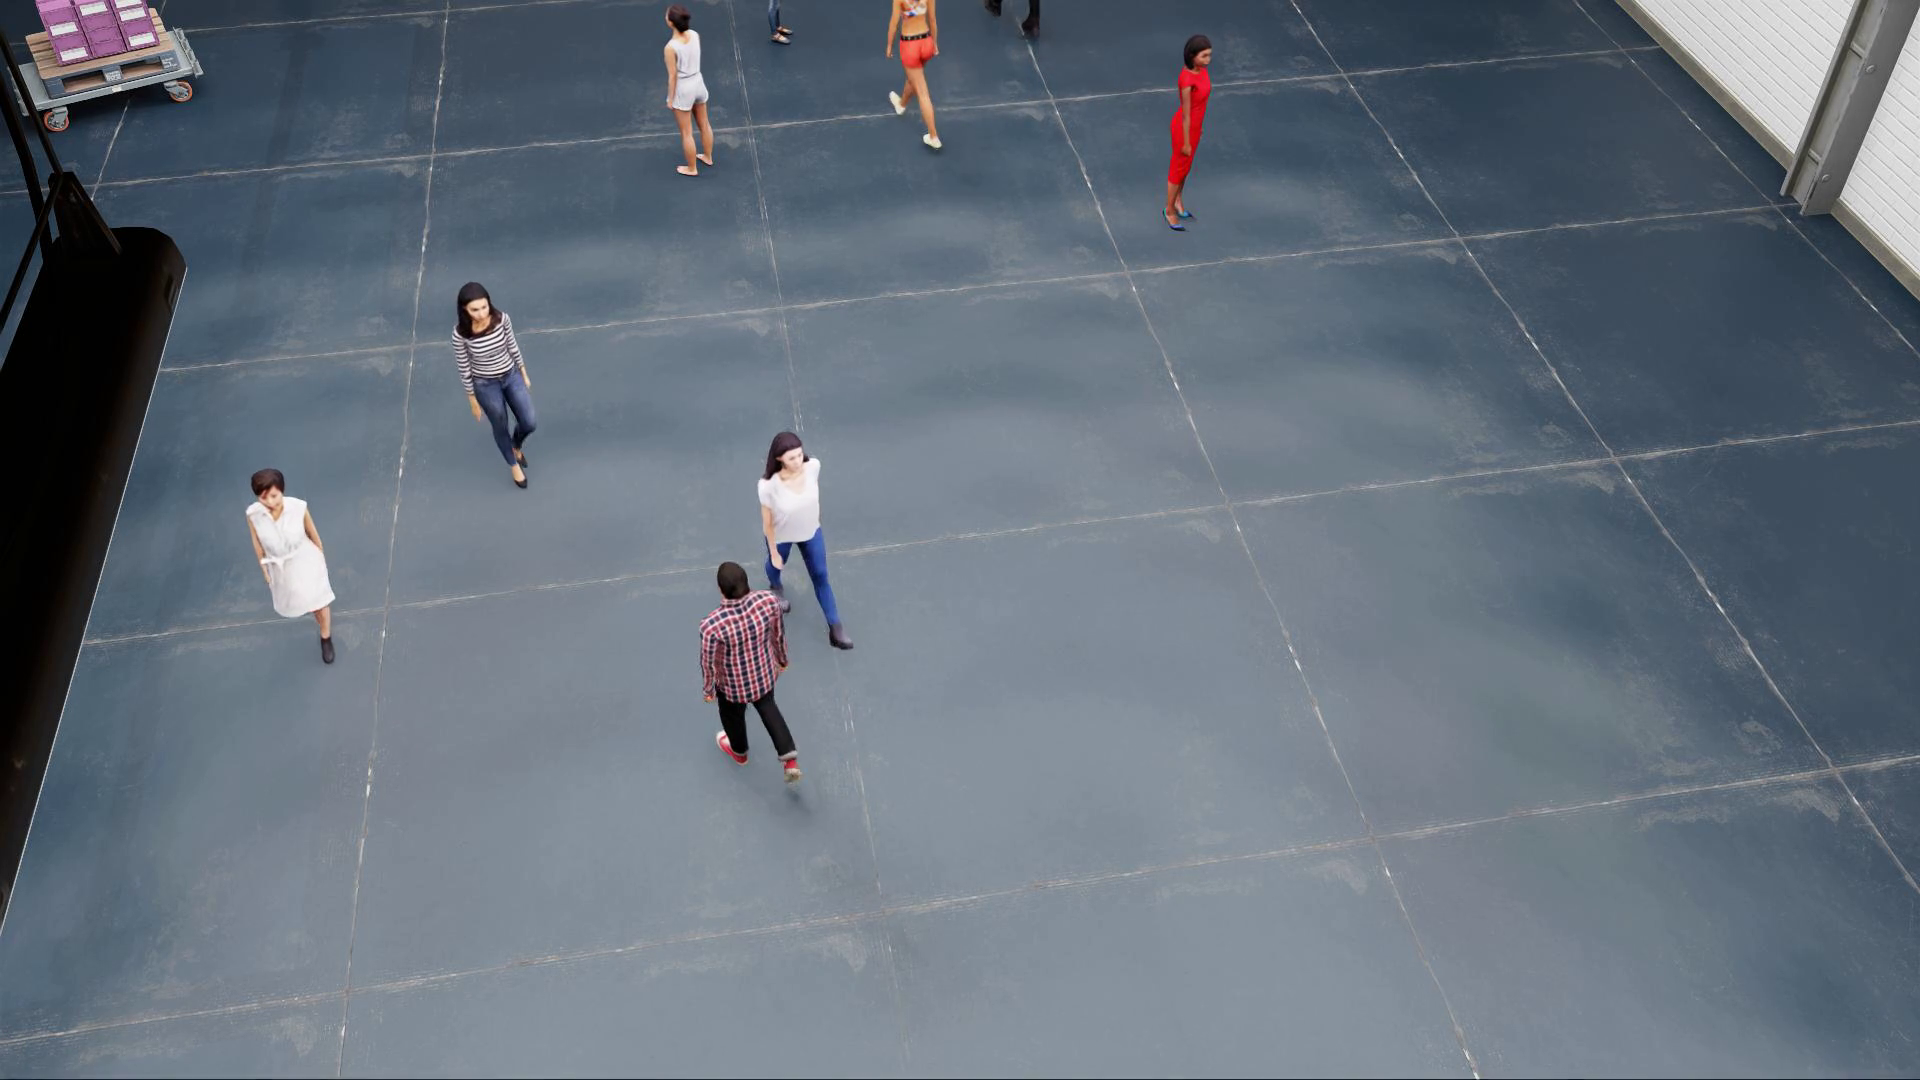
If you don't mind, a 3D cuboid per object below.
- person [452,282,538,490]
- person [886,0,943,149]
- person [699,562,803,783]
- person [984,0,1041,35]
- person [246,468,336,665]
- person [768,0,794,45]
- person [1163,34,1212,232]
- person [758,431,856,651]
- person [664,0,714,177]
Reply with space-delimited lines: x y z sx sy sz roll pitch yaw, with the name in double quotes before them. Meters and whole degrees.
"person" -3.282 -1.106 11.688 0.738 1.777 0.764 -27 50 -25
"person" -0.362 -4.423 15.194 0.880 1.743 1.255 -22 48 -22
"person" -1.226 0.807 9.705 0.954 1.743 1.092 -27 50 -25
"person" 0.626 -5.955 16.809 0.916 1.735 1.201 -23 48 -22
"person" -4.245 0.106 10.586 0.590 1.542 0.786 -10 45 -10
"person" -1.877 -5.712 16.861 0.604 1.311 0.507 4 44 5
"person" 1.935 -3.489 14.213 0.708 1.745 0.614 18 47 18
"person" -1.125 -0.080 10.710 0.883 1.639 1.202 -23 48 -23
"person" -2.437 -4.030 14.882 0.726 1.605 0.668 27 50 25
